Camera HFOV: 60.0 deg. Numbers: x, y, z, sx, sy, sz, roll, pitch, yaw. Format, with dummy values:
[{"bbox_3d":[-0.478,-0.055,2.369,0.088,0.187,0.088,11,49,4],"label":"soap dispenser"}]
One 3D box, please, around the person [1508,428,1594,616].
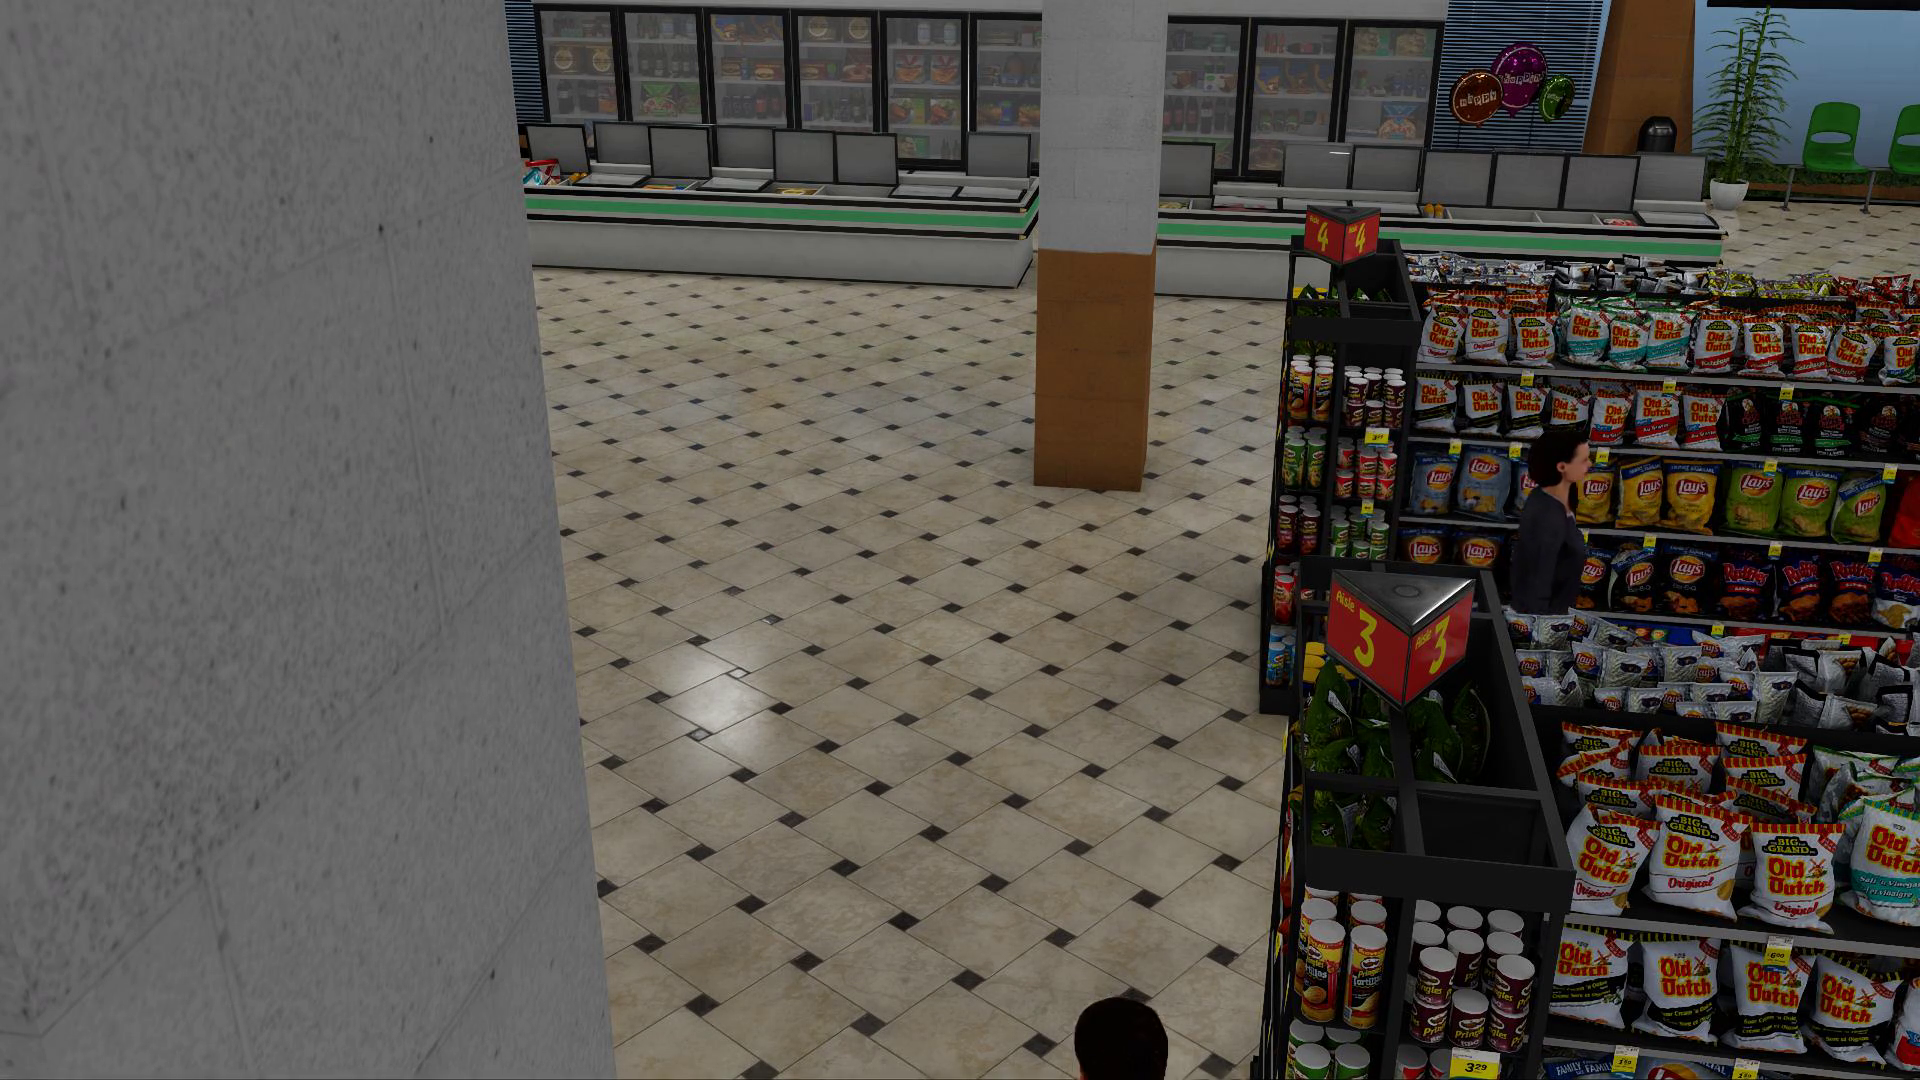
[{"bbox_3d":[2.364,0.351,7.028,0.943,1.751,0.598,5,24,10],"label":"person"}]
